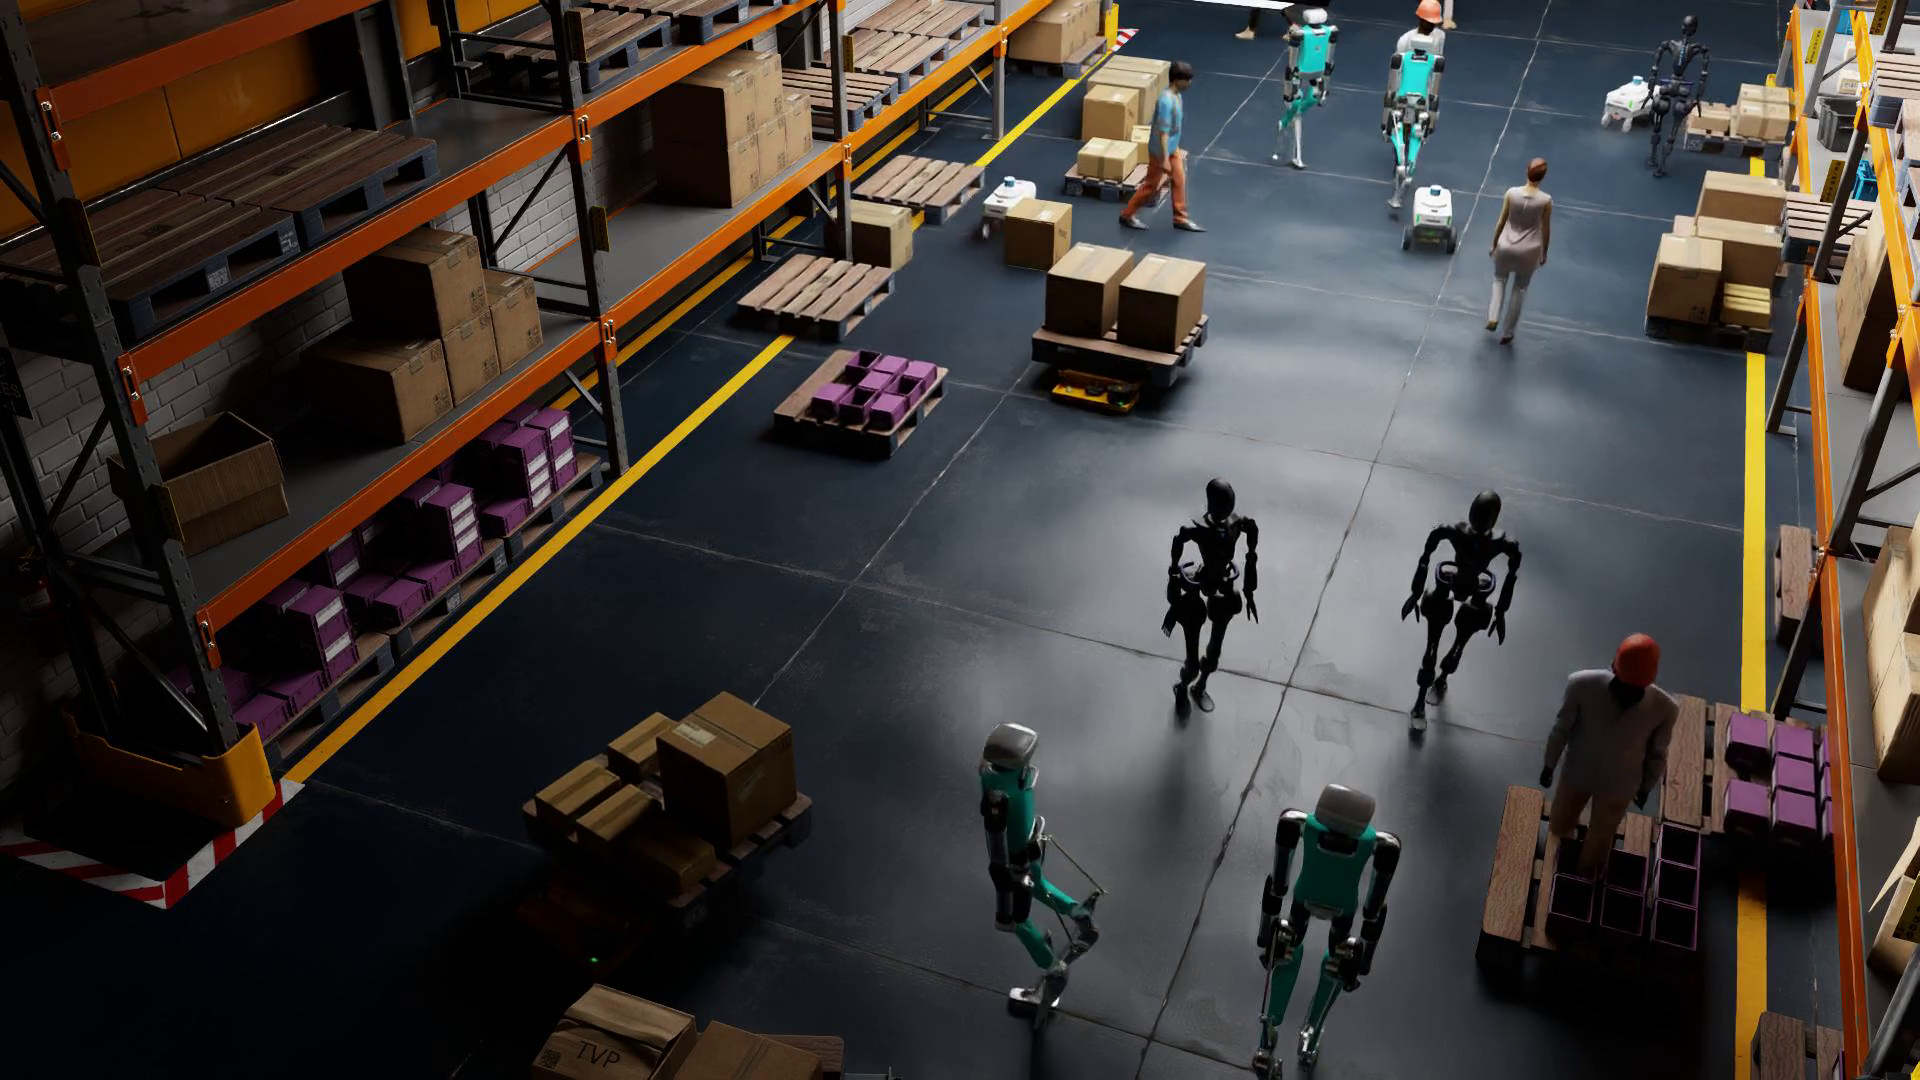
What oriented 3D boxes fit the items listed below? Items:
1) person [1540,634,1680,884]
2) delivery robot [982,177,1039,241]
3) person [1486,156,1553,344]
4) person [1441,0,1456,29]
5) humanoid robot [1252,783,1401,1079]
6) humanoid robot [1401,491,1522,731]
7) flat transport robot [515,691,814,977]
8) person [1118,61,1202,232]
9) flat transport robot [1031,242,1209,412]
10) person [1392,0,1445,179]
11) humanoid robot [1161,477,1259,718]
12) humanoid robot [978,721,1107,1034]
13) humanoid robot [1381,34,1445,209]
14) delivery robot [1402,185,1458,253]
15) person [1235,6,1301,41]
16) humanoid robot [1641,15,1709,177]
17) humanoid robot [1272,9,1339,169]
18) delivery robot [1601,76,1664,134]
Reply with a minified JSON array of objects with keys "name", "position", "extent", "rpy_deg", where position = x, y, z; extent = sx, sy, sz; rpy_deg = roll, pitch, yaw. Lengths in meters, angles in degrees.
[{"name":"person","position":[3.268,1.148,8.462],"extent":[0.569,1.732,0.602],"rpy_deg":[15,36,21]},{"name":"delivery robot","position":[0.488,-3.288,16.412],"extent":[0.499,0.589,0.791],"rpy_deg":[12,35,18]},{"name":"person","position":[4.755,-2.465,14.134],"extent":[0.471,1.644,0.370],"rpy_deg":[16,36,23]},{"name":"person","position":[6.502,-7.766,22.231],"extent":[0.523,1.768,0.367],"rpy_deg":[20,38,28]},{"name":"humanoid robot","position":[1.546,1.898,7.307],"extent":[0.550,1.736,1.024],"rpy_deg":[10,34,16]},{"name":"humanoid robot","position":[2.910,0.375,9.743],"extent":[0.609,1.623,0.651],"rpy_deg":[10,34,15]},{"name":"flat transport robot","position":[-1.617,1.718,8.932],"extent":[0.659,0.231,1.431],"rpy_deg":[23,39,31]},{"name":"person","position":[2.027,-3.823,16.187],"extent":[0.821,1.706,0.584],"rpy_deg":[12,35,17]},{"name":"flat transport robot","position":[1.335,-1.499,13.911],"extent":[0.659,0.231,1.431],"rpy_deg":[14,35,21]},{"name":"person","position":[4.746,-4.664,17.287],"extent":[0.550,1.919,0.425],"rpy_deg":[-11,35,-17]},{"name":"humanoid robot","position":[1.474,0.332,9.785],"extent":[0.586,1.646,0.350],"rpy_deg":[-8,34,-12]},{"name":"humanoid robot","position":[0.416,1.664,7.768],"extent":[0.673,1.894,0.556],"rpy_deg":[8,34,12]},{"name":"humanoid robot","position":[4.463,-4.040,16.509],"extent":[0.547,1.766,0.907],"rpy_deg":[4,33,6]},{"name":"delivery robot","position":[4.596,-3.156,16.202],"extent":[0.499,0.583,0.775],"rpy_deg":[7,34,11]},{"name":"person","position":[4.097,-7.337,21.657],"extent":[0.812,1.662,0.535],"rpy_deg":[14,35,20]},{"name":"humanoid robot","position":[7.561,-4.705,17.583],"extent":[0.610,1.633,0.593],"rpy_deg":[14,36,21]},{"name":"humanoid robot","position":[3.585,-4.779,17.725],"extent":[0.552,1.863,0.834],"rpy_deg":[-9,34,-13]},{"name":"delivery robot","position":[7.737,-5.016,19.107],"extent":[0.816,0.612,0.499],"rpy_deg":[-25,41,-33]}]
